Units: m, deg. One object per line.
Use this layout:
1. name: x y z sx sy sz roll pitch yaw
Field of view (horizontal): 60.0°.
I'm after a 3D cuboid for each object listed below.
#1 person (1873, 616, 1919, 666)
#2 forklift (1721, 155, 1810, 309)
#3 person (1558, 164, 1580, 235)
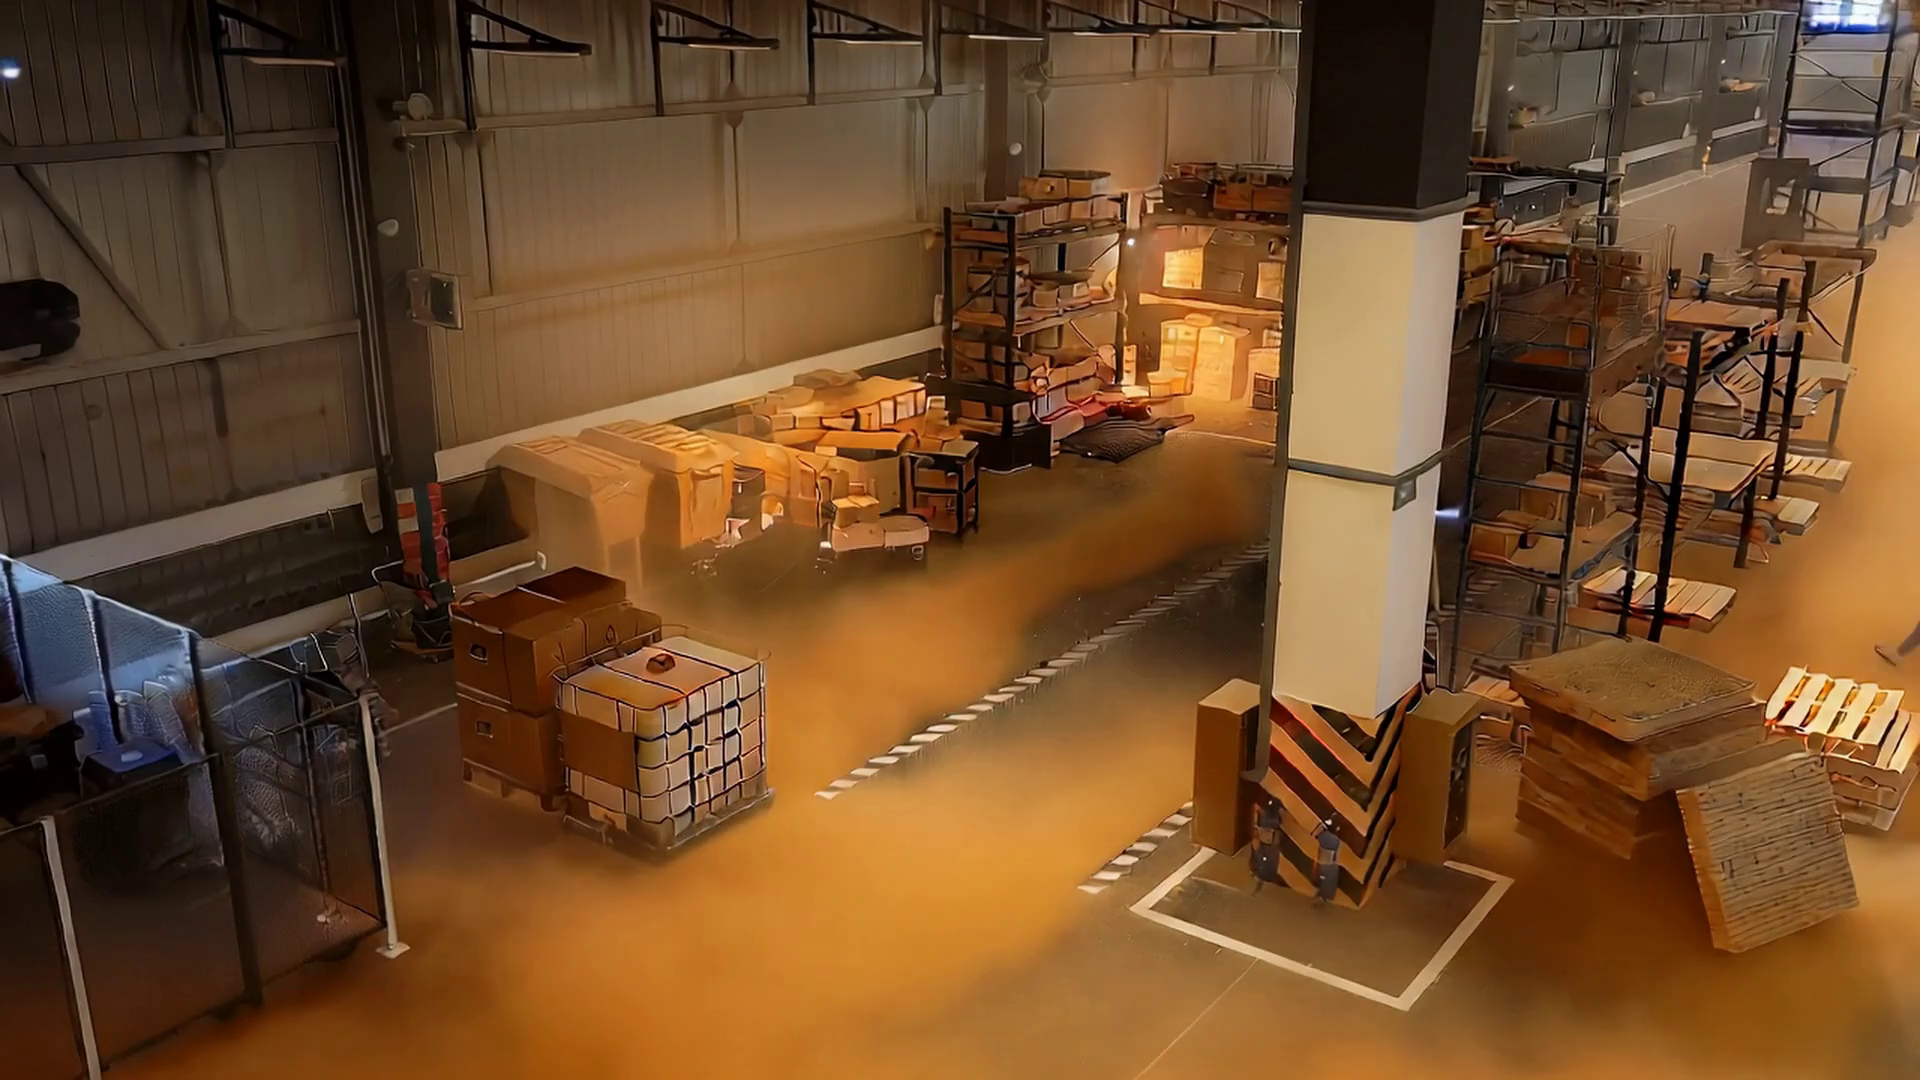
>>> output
1. person: 8.479 0.405 14.317 0.550 1.646 0.897 -10 21 -29
2. forklift: 15.372 -5.853 31.532 1.129 2.768 1.873 13 22 34
3. person: 14.307 -7.872 39.208 0.551 1.935 0.375 -12 22 -32
